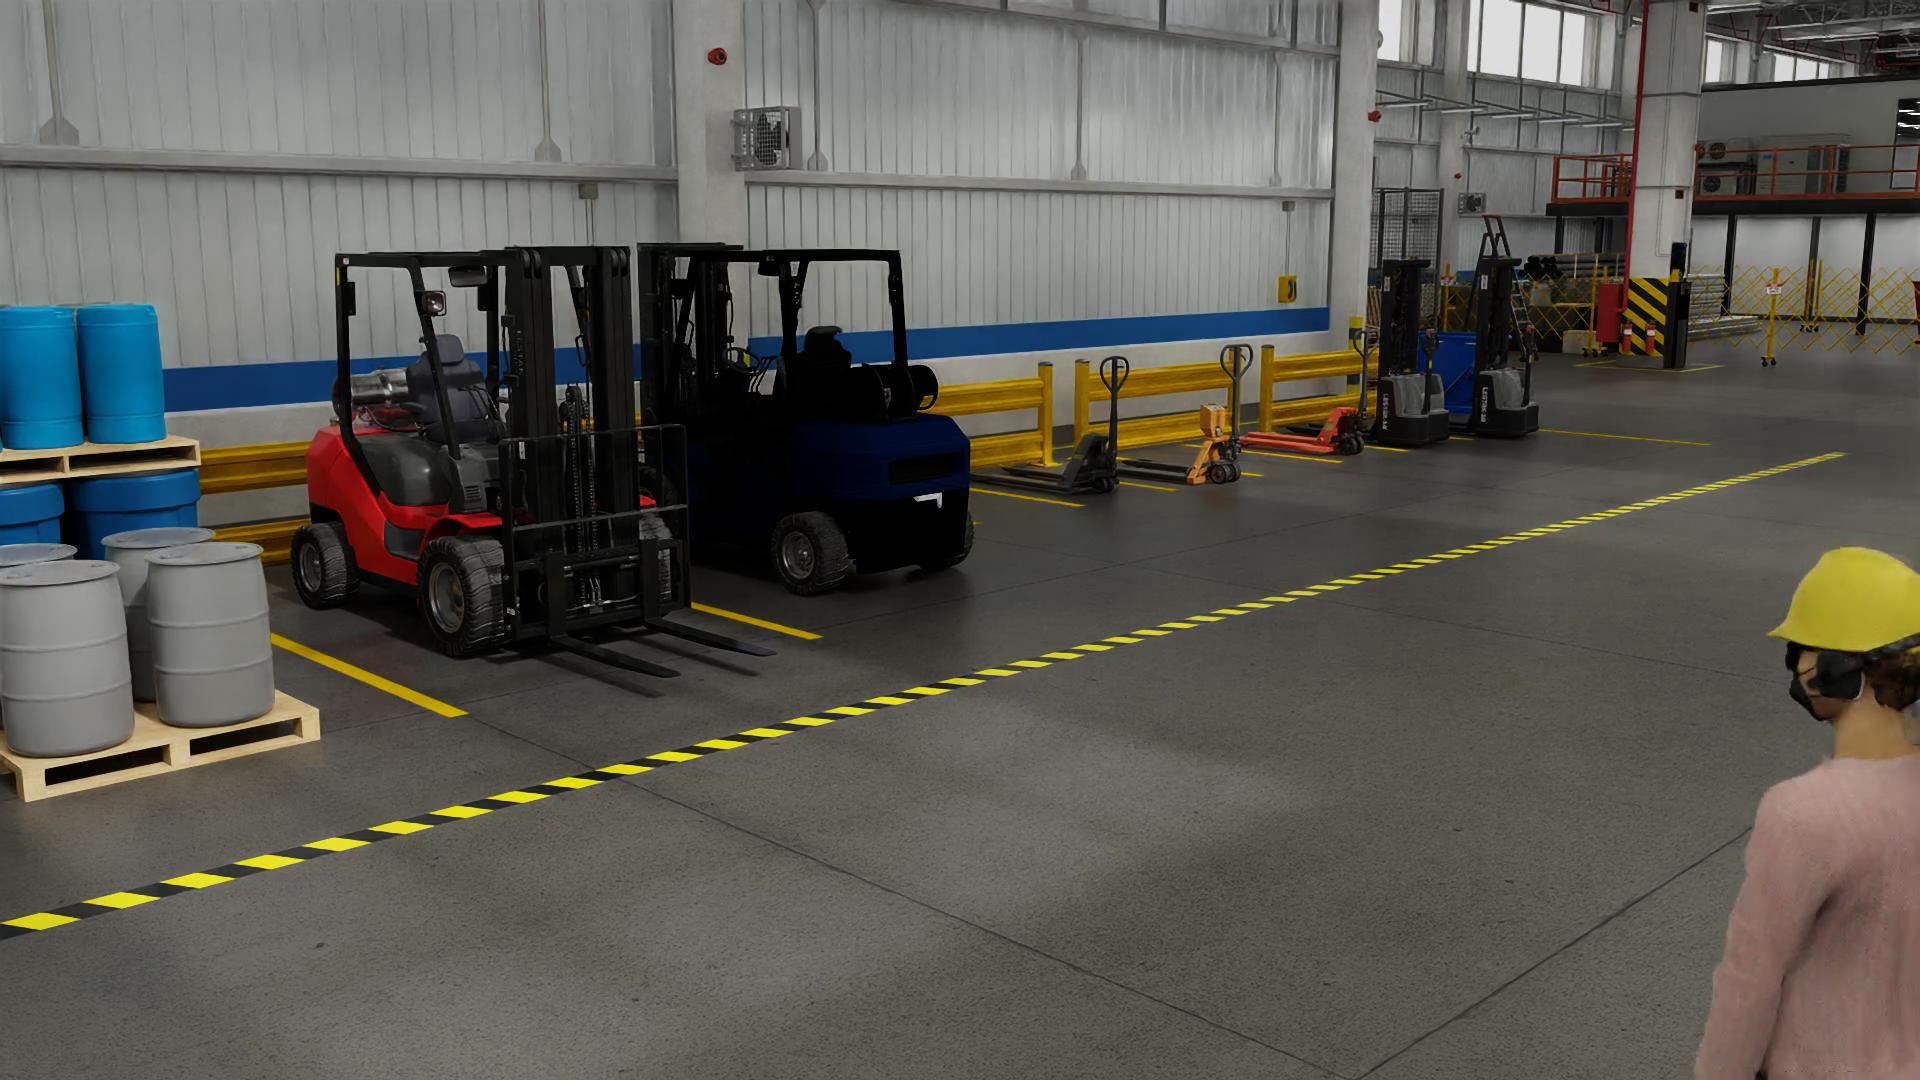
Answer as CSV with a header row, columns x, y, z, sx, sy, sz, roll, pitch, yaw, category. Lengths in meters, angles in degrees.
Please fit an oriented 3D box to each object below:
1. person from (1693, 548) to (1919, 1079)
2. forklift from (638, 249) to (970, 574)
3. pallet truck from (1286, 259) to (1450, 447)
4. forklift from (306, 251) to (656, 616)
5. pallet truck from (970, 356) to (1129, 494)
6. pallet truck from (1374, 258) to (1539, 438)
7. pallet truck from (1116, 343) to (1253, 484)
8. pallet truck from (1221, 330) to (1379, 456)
x,y,z,sx,sy,sz,roll,pitch,yaw,category
1.461,0.885,2.703,0.524,1.744,0.723,-8,13,-36,person
-1.173,-0.958,11.239,2.680,1.987,1.157,10,14,43,forklift
4.493,-2.078,18.196,0.823,1.965,1.885,-9,14,-40,pallet truck
-2.833,-0.669,9.694,1.157,1.987,2.680,-10,14,-44,forklift
0.784,-1.085,14.876,0.680,1.201,1.601,-10,14,-44,pallet truck
5.704,-2.208,18.901,1.885,1.965,0.823,10,14,43,pallet truck
1.962,-1.215,15.415,1.522,1.261,0.704,10,14,43,pallet truck
3.563,-1.581,17.381,0.653,1.274,1.630,-10,14,-44,pallet truck
